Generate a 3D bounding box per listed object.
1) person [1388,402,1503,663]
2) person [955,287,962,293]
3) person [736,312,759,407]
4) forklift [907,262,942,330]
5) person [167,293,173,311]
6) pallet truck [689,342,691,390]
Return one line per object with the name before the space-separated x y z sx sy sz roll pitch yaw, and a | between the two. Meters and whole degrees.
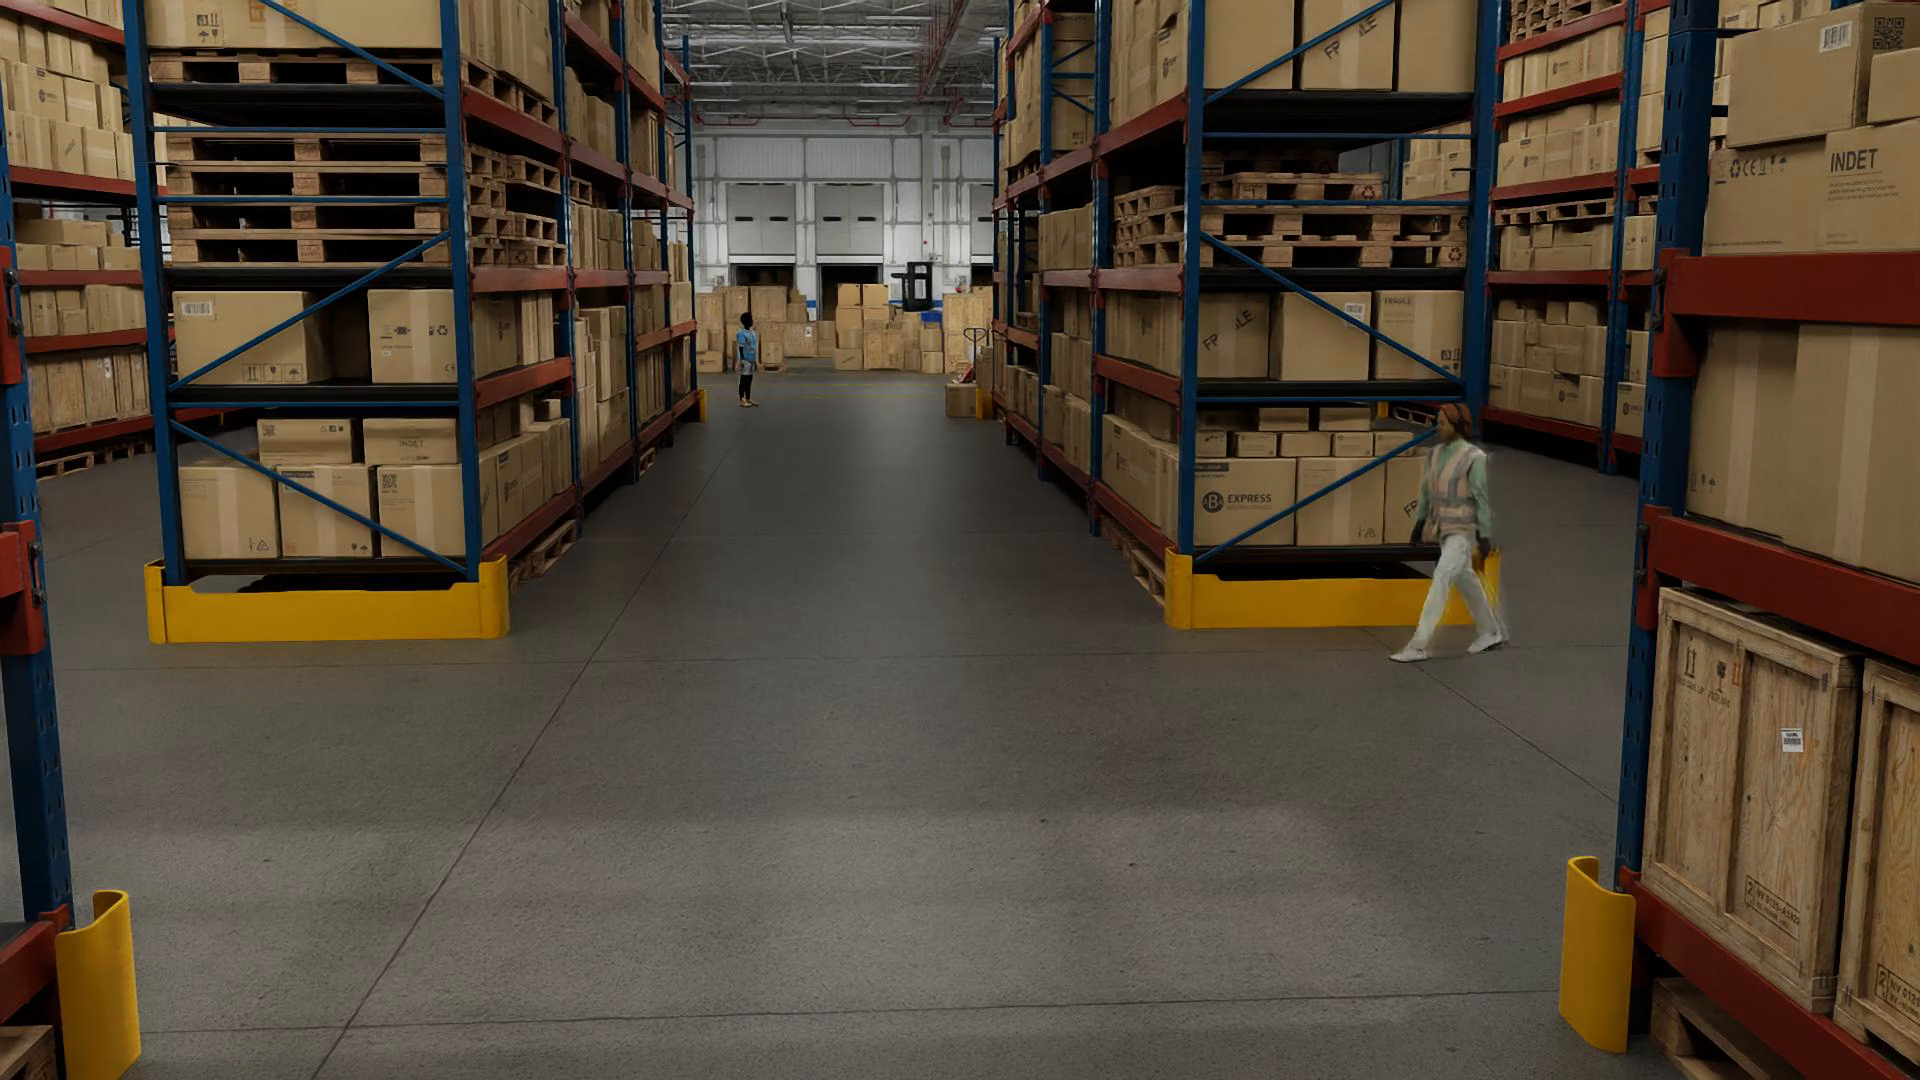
person | 3.040 -0.053 10.205 0.869 1.593 0.533 -3 9 -17
person | -0.111 -9.172 66.524 0.957 1.891 0.568 3 10 20
person | -3.803 -3.226 29.783 0.315 1.698 0.541 3 10 19
forklift | -1.389 -8.379 58.443 1.129 2.768 1.873 -7 12 -38
person | -29.650 -8.604 62.679 0.404 1.987 0.608 -1 9 -8
pallet truck | -5.225 -3.008 27.480 1.885 1.965 0.823 2 9 14
